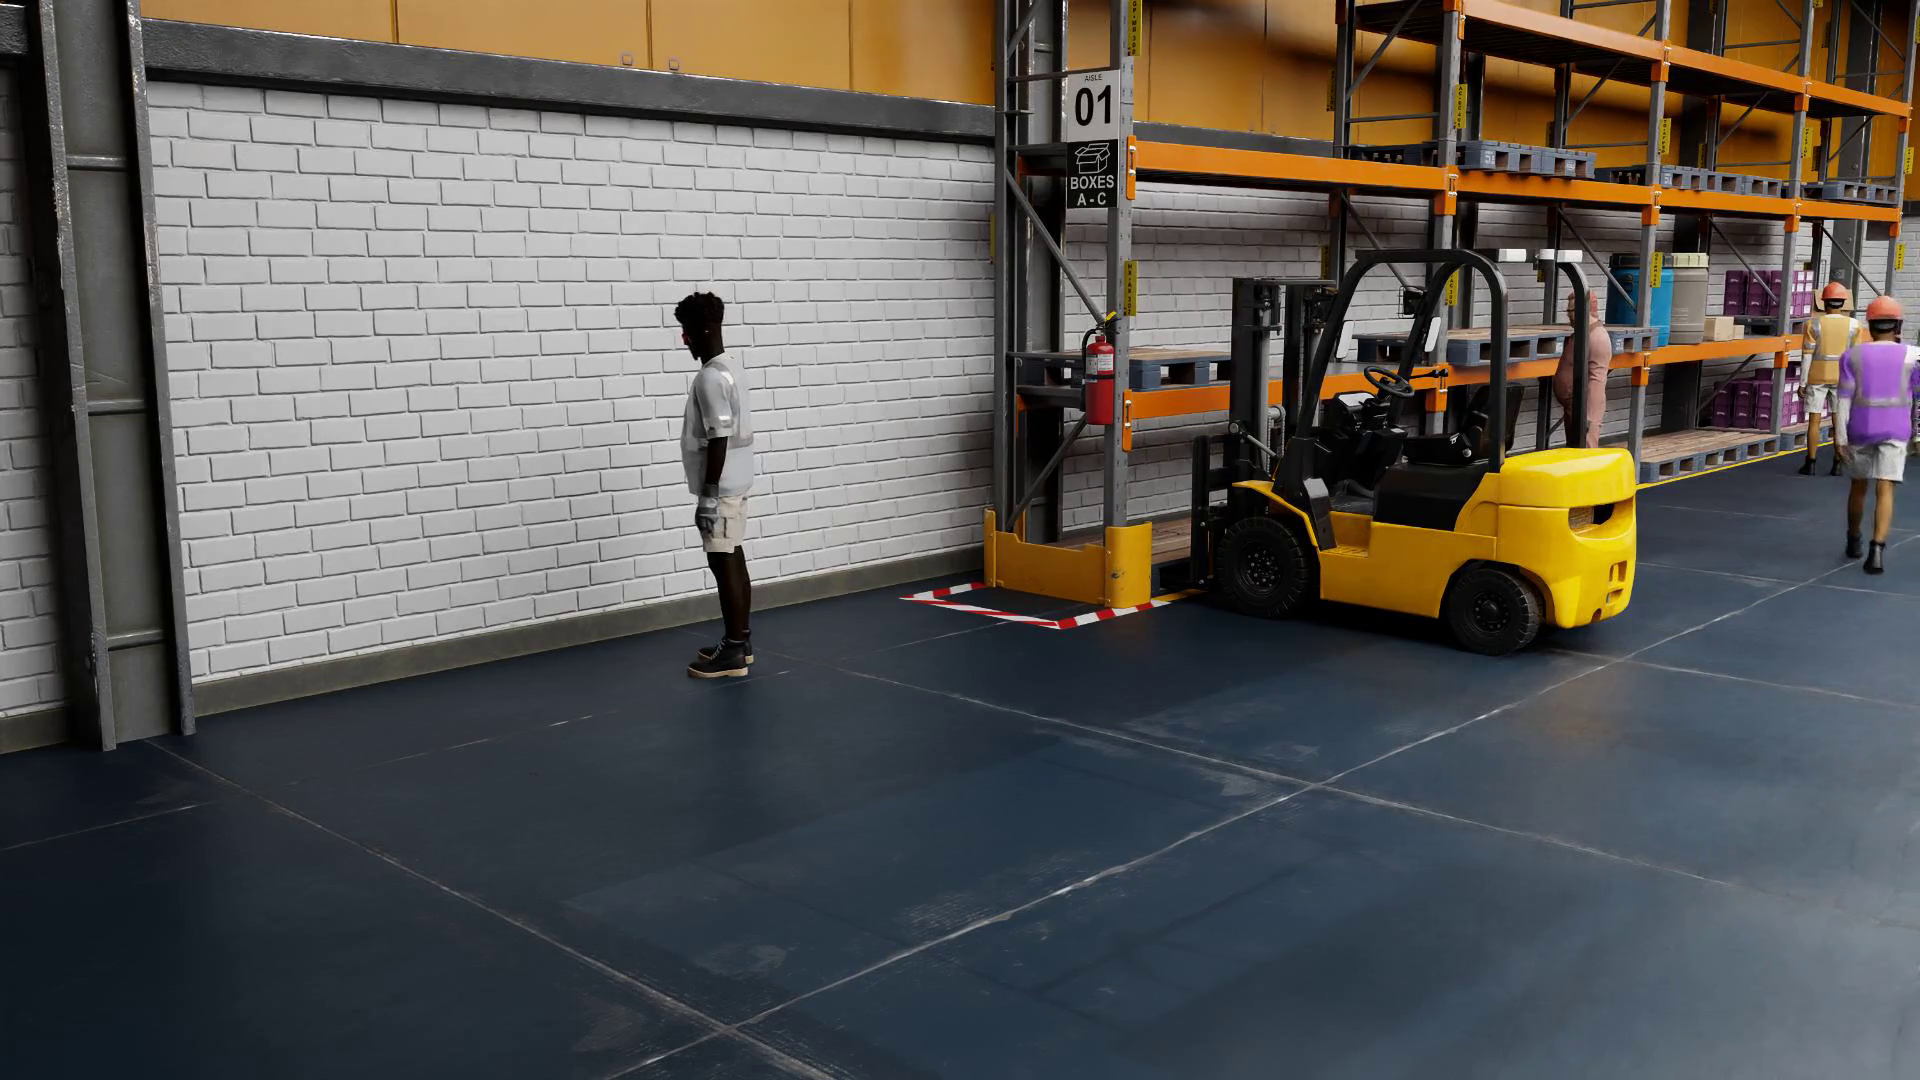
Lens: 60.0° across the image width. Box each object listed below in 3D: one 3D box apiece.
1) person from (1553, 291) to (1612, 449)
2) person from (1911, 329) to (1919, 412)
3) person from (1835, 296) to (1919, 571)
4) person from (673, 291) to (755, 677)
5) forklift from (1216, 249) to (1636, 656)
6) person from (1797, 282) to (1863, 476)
[{"bbox_3d":[4.893,-1.012,13.153,0.406,1.902,0.639,2,9,11],"label":"person"},{"bbox_3d":[12.970,-2.353,22.229,0.546,1.611,0.648,-1,9,-6],"label":"person"},{"bbox_3d":[6.385,-0.743,11.568,0.551,1.894,0.984,5,11,30],"label":"person"},{"bbox_3d":[-1.251,-0.282,8.485,0.396,1.957,0.610,1,9,3],"label":"person"},{"bbox_3d":[2.710,-0.584,9.626,2.313,2.155,1.214,9,13,43],"label":"forklift"},{"bbox_3d":[8.696,-1.604,16.669,0.553,1.933,0.370,2,10,15],"label":"person"}]
